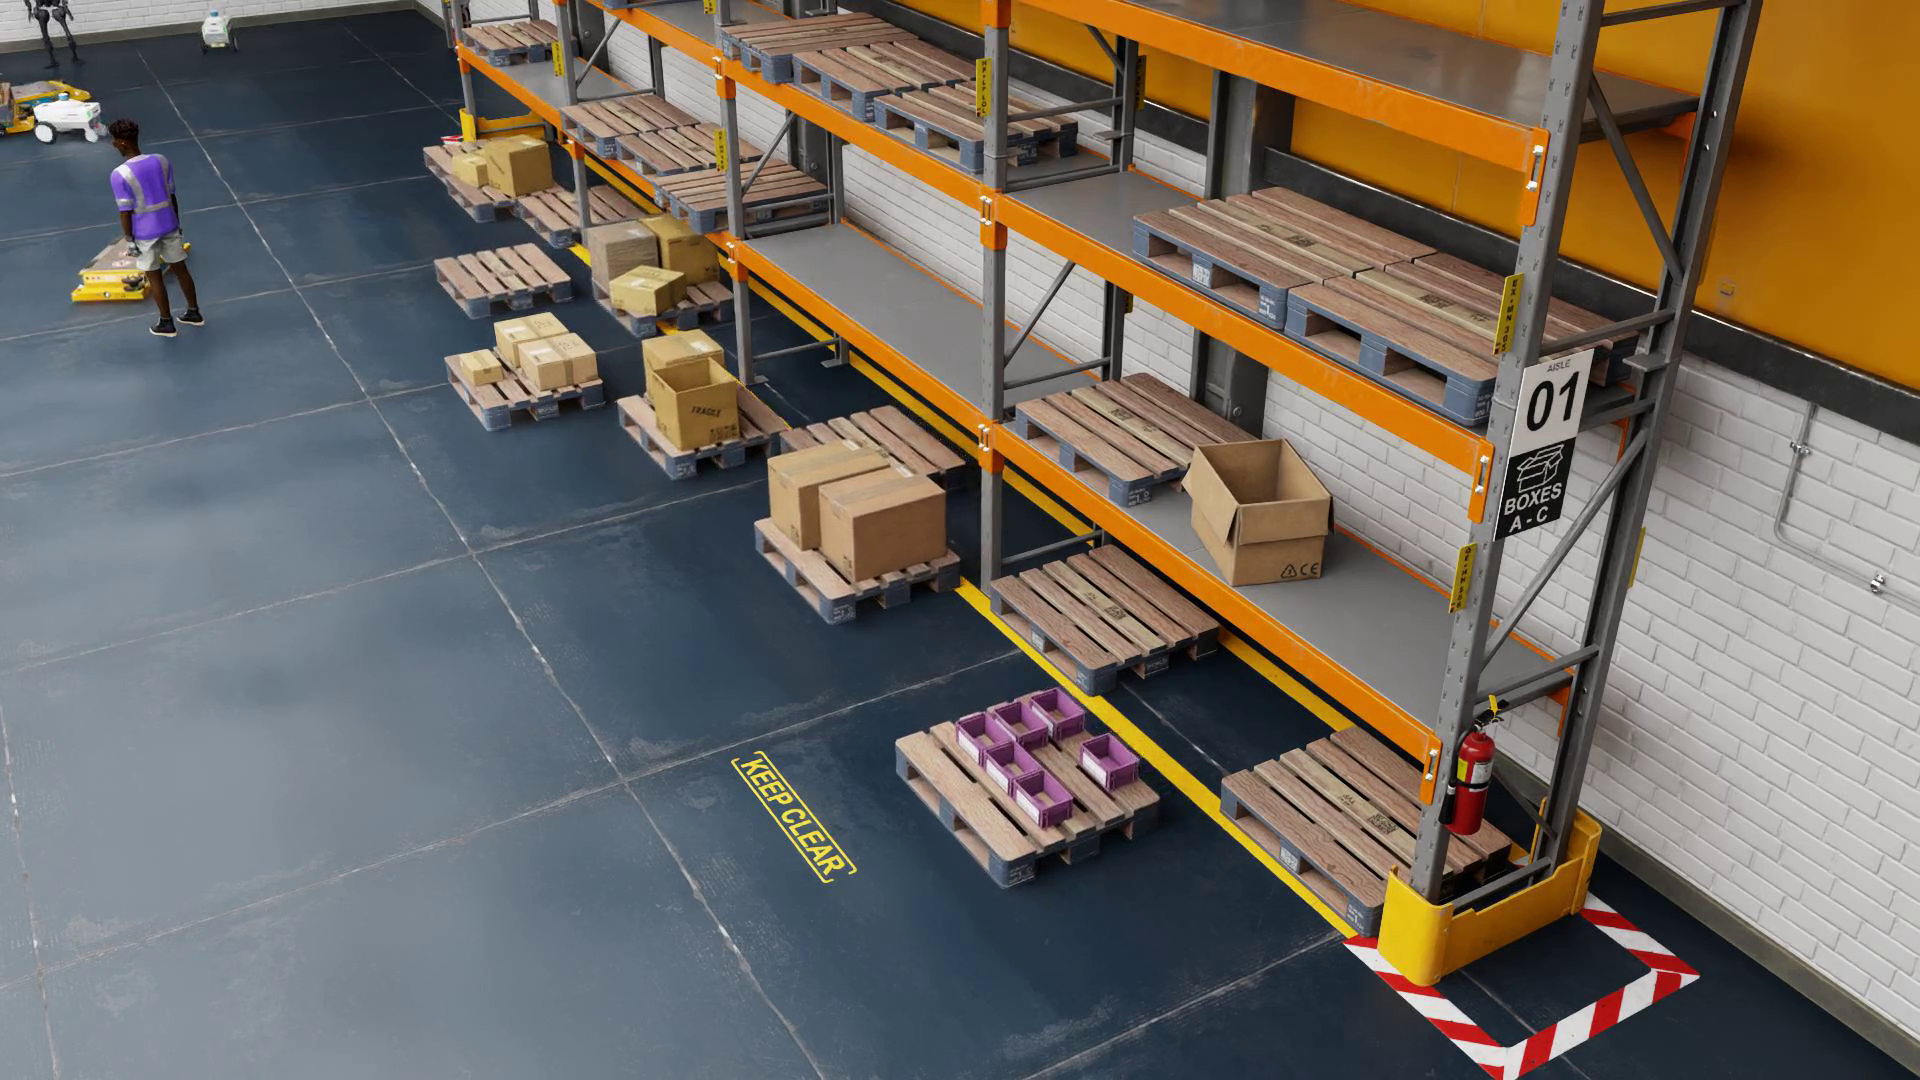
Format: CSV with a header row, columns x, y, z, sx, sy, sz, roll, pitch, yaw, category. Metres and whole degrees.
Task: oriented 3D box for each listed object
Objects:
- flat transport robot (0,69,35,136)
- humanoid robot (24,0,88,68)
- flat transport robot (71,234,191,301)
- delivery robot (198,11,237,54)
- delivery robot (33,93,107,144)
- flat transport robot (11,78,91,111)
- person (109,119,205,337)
x,y,z,sx,sy,sz,roll,pitch,yaw,category
-12.404,-5.211,20.831,1.431,0.231,0.659,-13,32,-22,flat transport robot
-12.872,-7.529,23.494,0.603,1.646,0.360,-8,31,-14,humanoid robot
-8.158,-2.700,16.399,0.659,0.231,1.431,-2,30,-4,flat transport robot
-10.993,-7.540,24.621,0.499,0.563,0.738,-8,30,-13,delivery robot
-11.015,-5.201,20.536,0.807,0.606,0.499,-1,30,-1,delivery robot
-12.293,-5.780,21.836,0.659,0.231,1.431,20,35,32,flat transport robot
-7.201,-2.777,14.828,0.369,1.958,0.603,15,33,24,person
